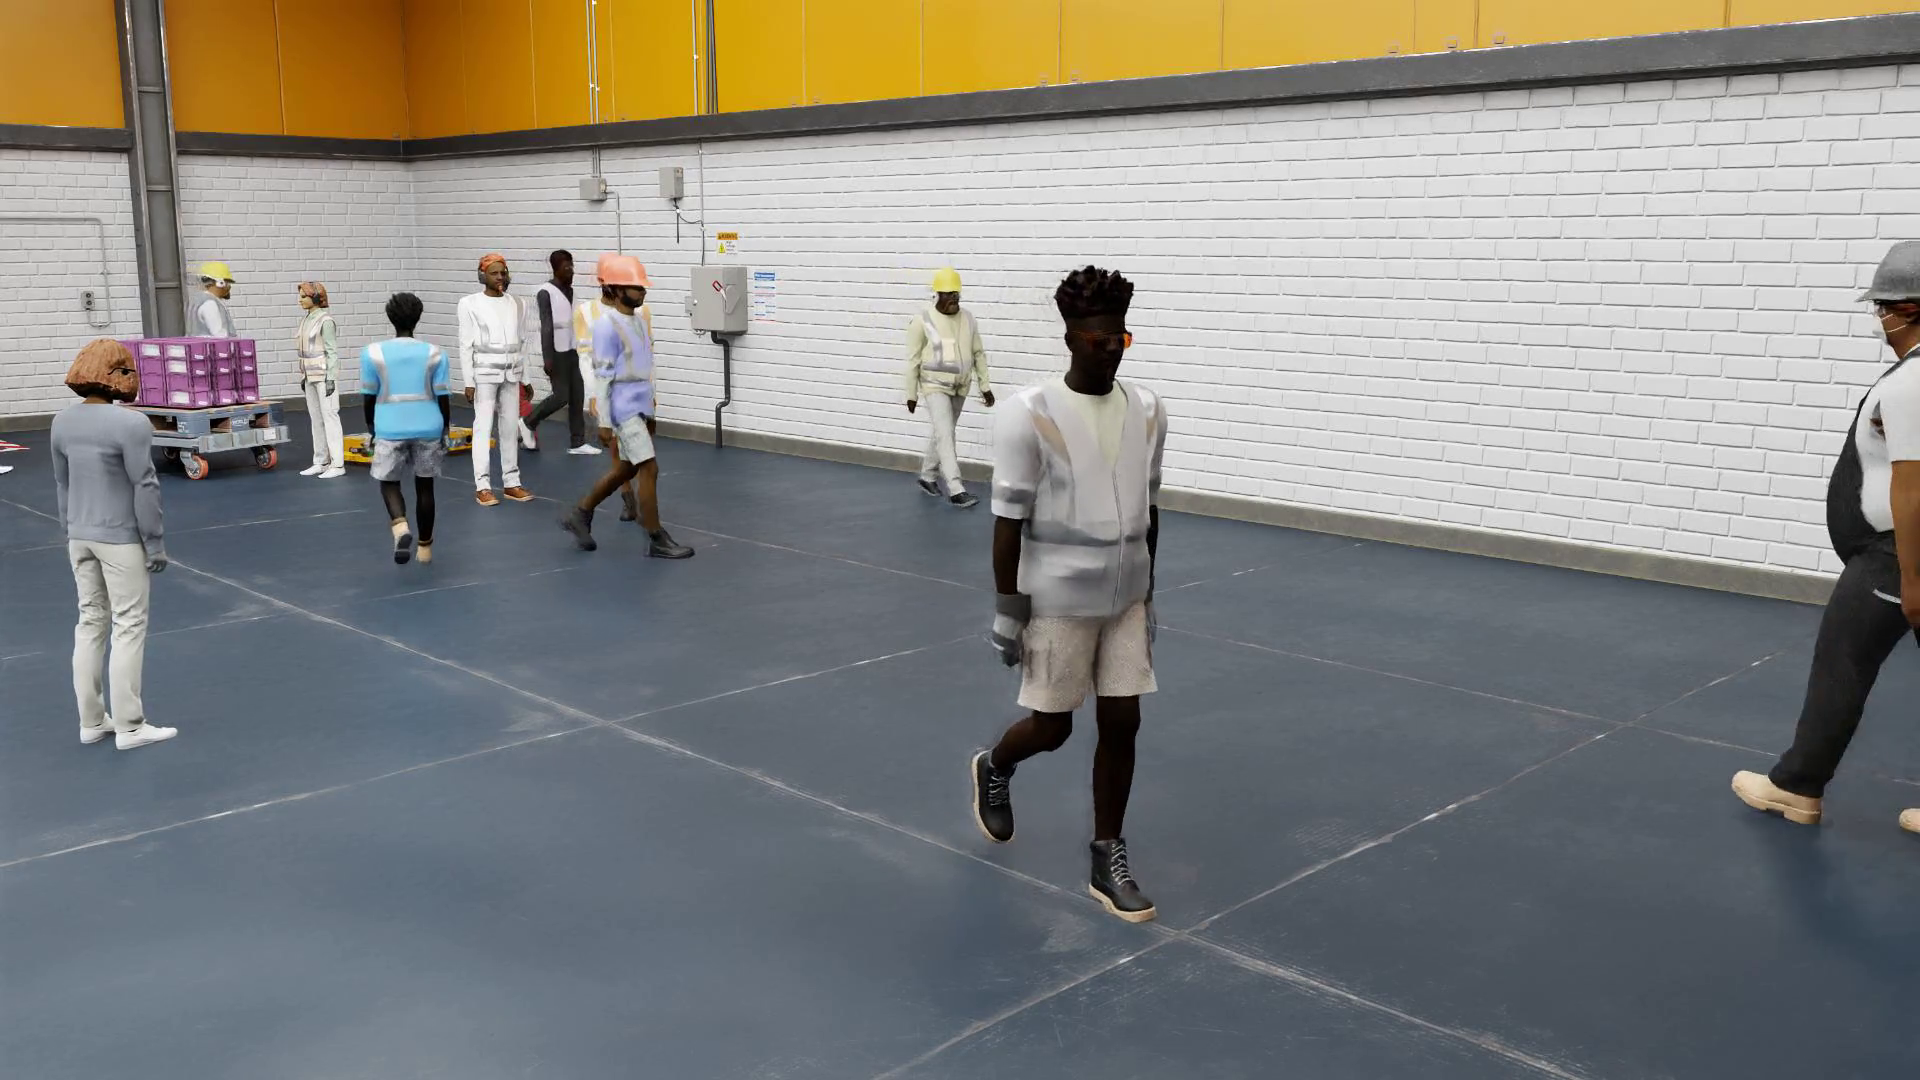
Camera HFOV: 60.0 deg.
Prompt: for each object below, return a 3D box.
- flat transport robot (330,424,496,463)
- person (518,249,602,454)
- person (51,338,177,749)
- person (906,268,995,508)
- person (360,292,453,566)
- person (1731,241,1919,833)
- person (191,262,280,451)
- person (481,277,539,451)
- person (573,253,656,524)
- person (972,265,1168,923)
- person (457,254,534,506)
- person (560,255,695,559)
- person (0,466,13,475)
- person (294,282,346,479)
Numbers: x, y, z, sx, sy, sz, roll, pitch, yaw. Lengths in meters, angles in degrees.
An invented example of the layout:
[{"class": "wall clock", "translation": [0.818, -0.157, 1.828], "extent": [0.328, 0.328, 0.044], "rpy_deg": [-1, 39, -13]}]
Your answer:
[{"class": "flat transport robot", "translation": [-5.021, -0.890, 15.224], "extent": [0.652, 0.197, 1.431], "rpy_deg": [6, 12, 31]}, {"class": "person", "translation": [-3.724, -1.719, 15.309], "extent": [0.676, 1.895, 0.621], "rpy_deg": [3, 11, 16]}, {"class": "person", "translation": [-3.375, 0.015, 6.619], "extent": [0.492, 1.624, 0.308], "rpy_deg": [4, 11, 23]}, {"class": "person", "translation": [-0.109, -1.161, 12.612], "extent": [0.591, 1.787, 0.927], "rpy_deg": [-8, 13, -38]}, {"class": "person", "translation": [-3.309, -0.645, 10.011], "extent": [0.534, 1.684, 0.525], "rpy_deg": [-4, 11, -23]}, {"class": "person", "translation": [3.129, -0.010, 5.597], "extent": [0.703, 2.000, 0.909], "rpy_deg": [-7, 13, -35]}, {"class": "person", "translation": [-6.914, -1.687, 15.502], "extent": [0.980, 1.769, 0.603], "rpy_deg": [-2, 11, -12]}, {"class": "person", "translation": [-4.219, -1.675, 15.522], "extent": [0.494, 1.734, 0.537], "rpy_deg": [1, 10, 7]}, {"class": "person", "translation": [-2.404, -1.044, 11.621], "extent": [0.543, 1.894, 0.675], "rpy_deg": [-1, 10, -6]}, {"class": "person", "translation": [0.328, 0.139, 5.069], "extent": [0.608, 1.945, 0.734], "rpy_deg": [-6, 12, -30]}, {"class": "person", "translation": [-3.493, -1.208, 12.563], "extent": [0.356, 1.883, 0.572], "rpy_deg": [10, 14, 43]}, {"class": "person", "translation": [-2.140, -0.829, 10.445], "extent": [0.905, 1.906, 0.552], "rpy_deg": [3, 11, 13]}, {"class": "person", "translation": [-8.492, -1.392, 13.650], "extent": [0.983, 1.855, 0.638], "rpy_deg": [-3, 11, -18]}, {"class": "person", "translation": [-5.364, -1.336, 13.924], "extent": [0.523, 1.639, 0.306], "rpy_deg": [10, 14, 42]}]
